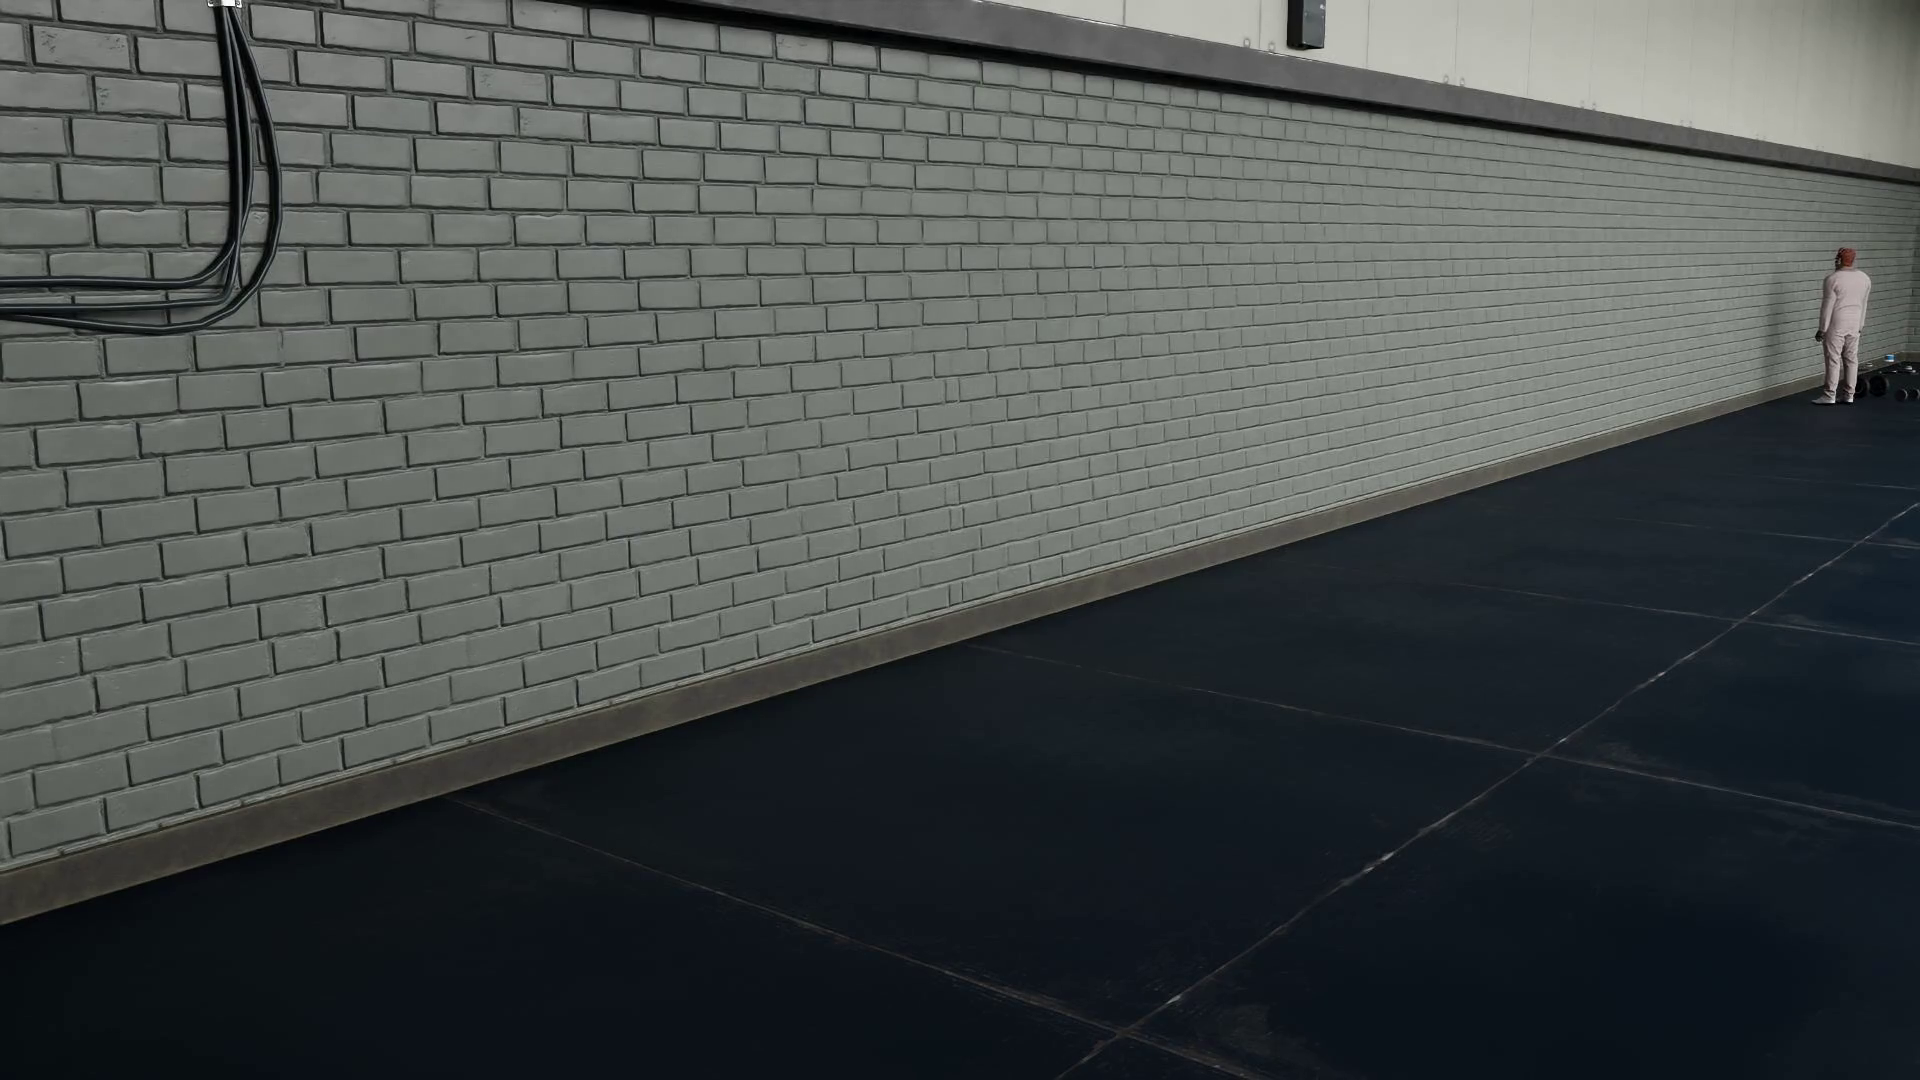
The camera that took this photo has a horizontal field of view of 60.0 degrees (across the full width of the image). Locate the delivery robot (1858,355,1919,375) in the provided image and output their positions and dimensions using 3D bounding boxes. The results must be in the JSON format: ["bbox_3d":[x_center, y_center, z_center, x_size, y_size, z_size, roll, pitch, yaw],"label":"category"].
[{"bbox_3d":[11.830,-2.240,21.181,0.335,0.223,0.698,-6,12,-29],"label":"delivery robot"}]

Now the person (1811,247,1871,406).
[{"bbox_3d":[10.734,-2.603,20.306,0.638,1.909,0.402,-3,11,-14],"label":"person"}]
